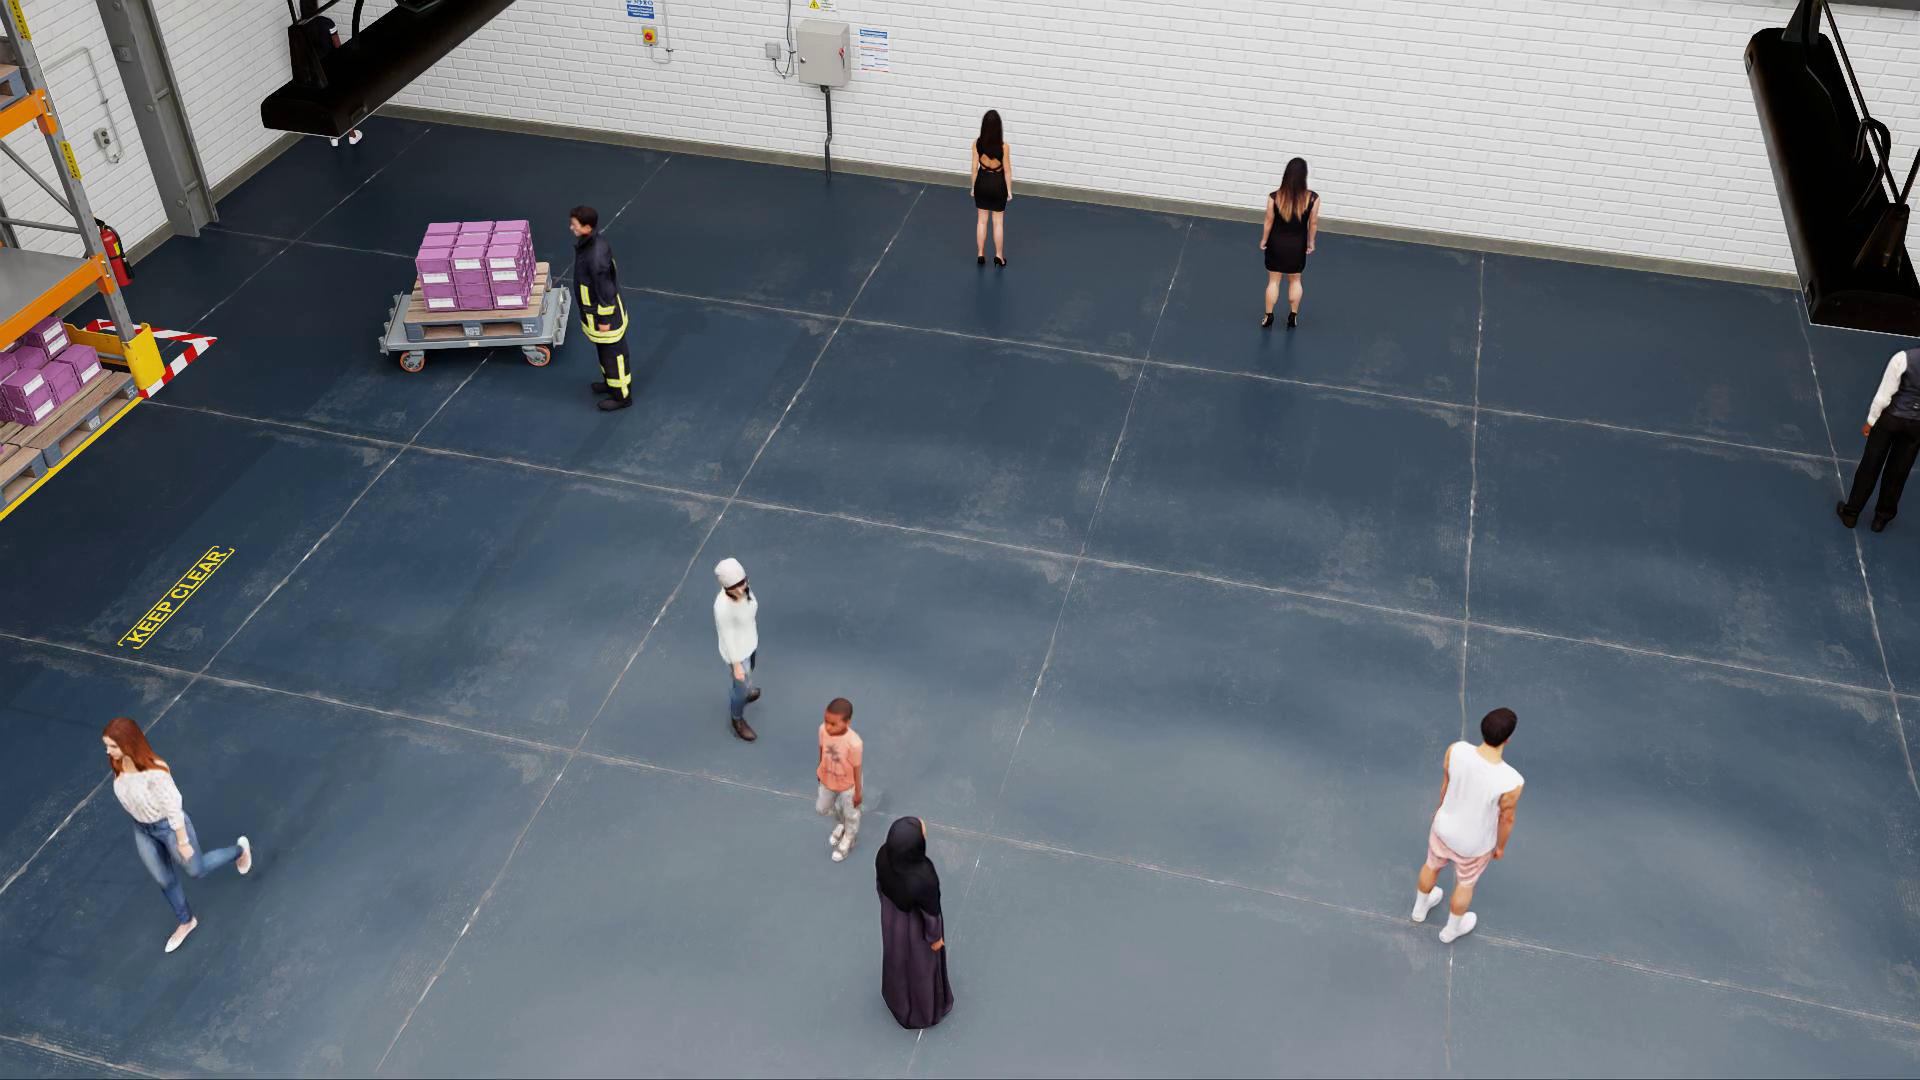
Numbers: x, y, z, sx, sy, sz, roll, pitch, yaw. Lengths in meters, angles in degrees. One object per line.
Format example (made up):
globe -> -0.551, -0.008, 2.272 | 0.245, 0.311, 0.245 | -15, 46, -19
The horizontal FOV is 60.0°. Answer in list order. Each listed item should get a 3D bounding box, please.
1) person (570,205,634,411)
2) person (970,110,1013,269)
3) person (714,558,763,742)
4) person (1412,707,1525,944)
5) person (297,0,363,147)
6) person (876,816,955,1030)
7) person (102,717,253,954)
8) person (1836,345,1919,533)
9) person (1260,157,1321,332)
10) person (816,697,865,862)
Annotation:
person -> -3.088, -2.035, 14.411 | 0.954, 1.927, 0.848 | -13, 41, -16
person -> 0.302, -3.447, 16.402 | 0.569, 1.648, 0.469 | 10, 40, 12
person -> -1.515, 0.686, 11.252 | 0.797, 1.616, 0.503 | 0, 39, 1
person -> 2.987, 1.695, 9.855 | 0.718, 1.783, 0.731 | 32, 48, 33
person -> -7.109, -5.276, 18.627 | 0.695, 1.729, 0.691 | -7, 39, -8
person -> -0.280, 2.135, 9.439 | 0.745, 1.615, 0.713 | -31, 48, -33
person -> -4.693, 1.670, 9.942 | 0.629, 1.714, 1.002 | 14, 41, 17
person -> 7.367, -0.904, 13.003 | 0.685, 1.917, 0.570 | 11, 40, 13
person -> 3.044, -2.731, 15.452 | 0.710, 1.715, 0.666 | 2, 39, 3
person -> -0.715, 1.464, 10.527 | 0.567, 1.305, 0.602 | 23, 44, 26
